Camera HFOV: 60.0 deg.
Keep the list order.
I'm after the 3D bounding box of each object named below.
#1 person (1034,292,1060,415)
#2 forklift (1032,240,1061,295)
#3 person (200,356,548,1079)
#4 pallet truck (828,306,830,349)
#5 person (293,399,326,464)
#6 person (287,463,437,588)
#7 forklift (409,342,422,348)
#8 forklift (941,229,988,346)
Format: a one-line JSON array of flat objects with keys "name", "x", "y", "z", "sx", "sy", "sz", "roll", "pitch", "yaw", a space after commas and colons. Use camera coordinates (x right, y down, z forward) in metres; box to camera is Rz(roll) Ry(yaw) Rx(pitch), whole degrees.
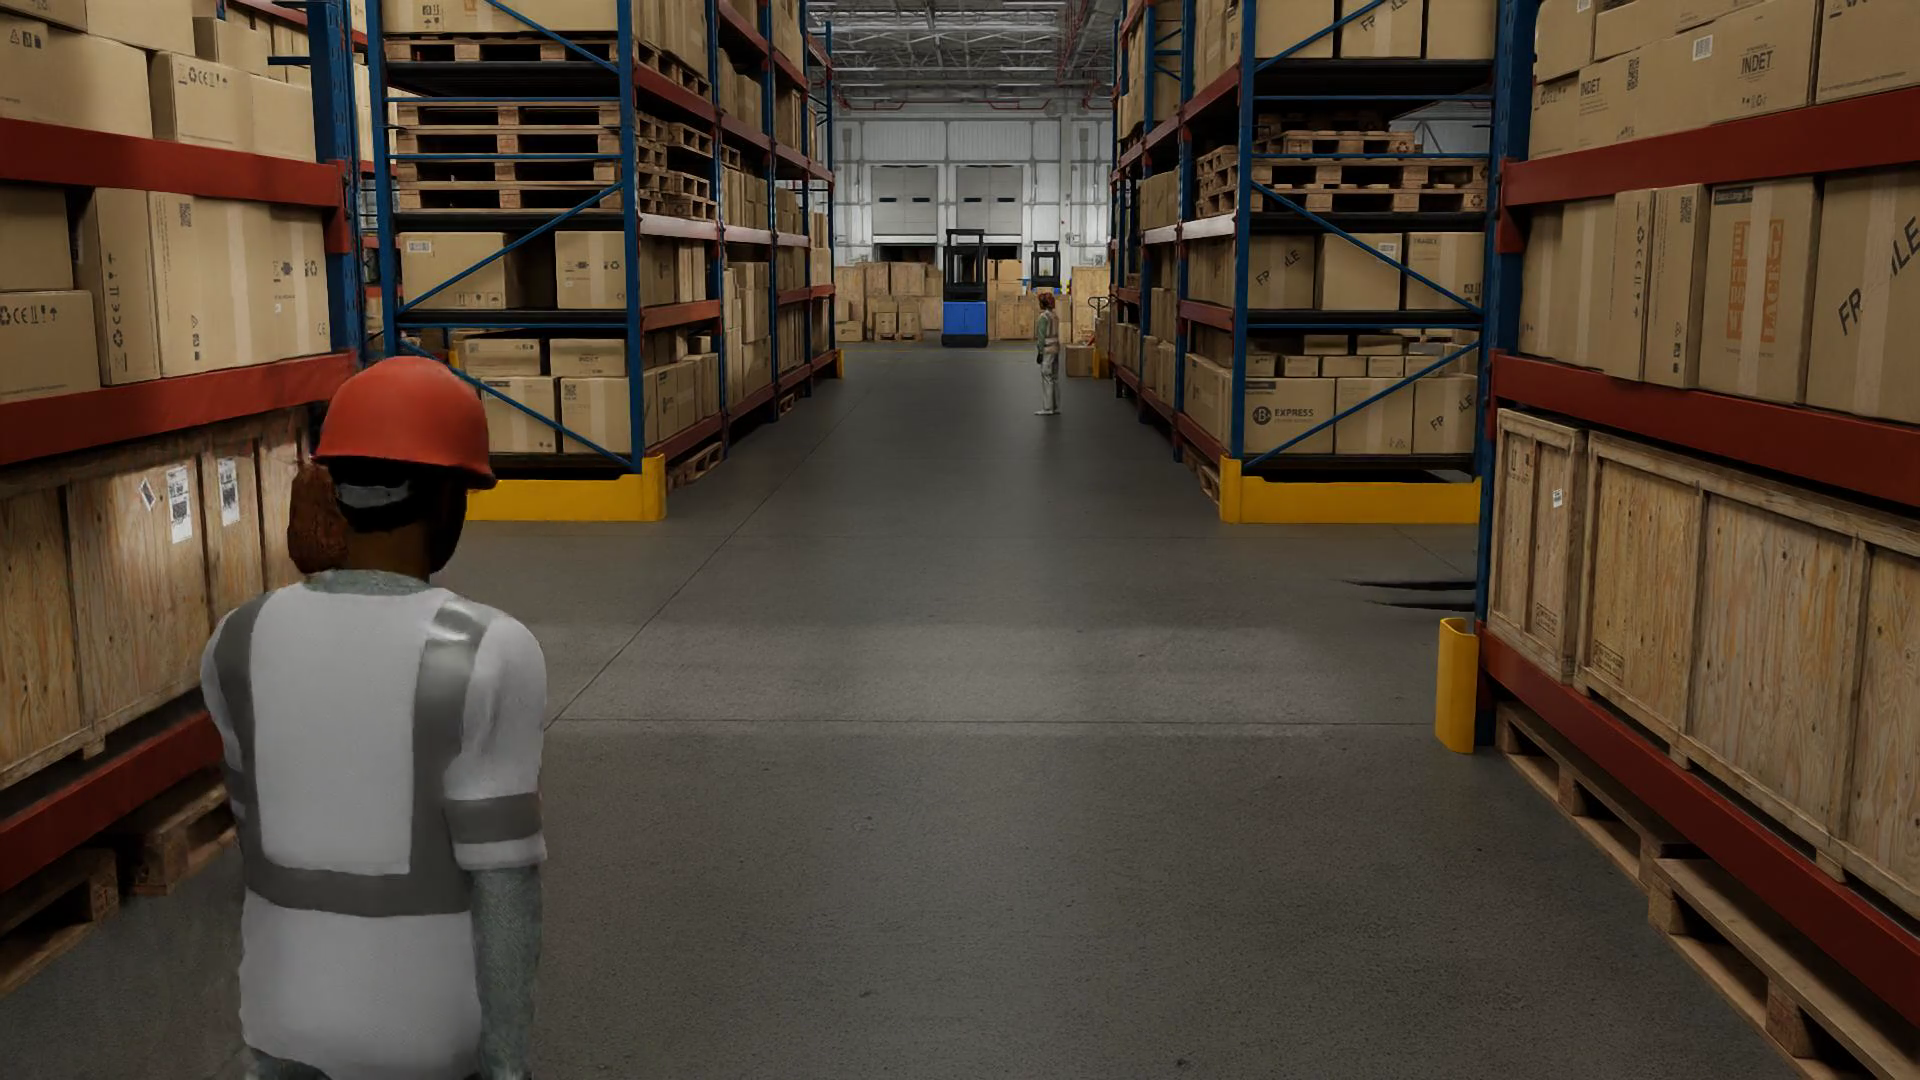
[{"name": "person", "x": 1.174, "y": -2.472, "z": 22.112, "sx": 0.319, "sy": 1.628, "sz": 0.508, "roll": 4, "pitch": 10, "yaw": 24}, {"name": "forklift", "x": 3.172, "y": -9.648, "z": 61.356, "sx": 1.129, "sy": 2.768, "sz": 1.873, "roll": 0, "pitch": 9, "yaw": 1}, {"name": "person", "x": -0.842, "y": 0.671, "z": 2.524, "sx": 0.578, "sy": 1.871, "sz": 0.989, "roll": 2, "pitch": 10, "yaw": 10}, {"name": "pallet truck", "x": -3.100, "y": -3.940, "z": 29.800, "sx": 1.885, "sy": 1.965, "sz": 0.823, "roll": 3, "pitch": 10, "yaw": 19}, {"name": "person", "x": -5.371, "y": -1.129, "z": 13.390, "sx": 0.598, "sy": 1.859, "sz": 1.034, "roll": -2, "pitch": 10, "yaw": -11}, {"name": "person", "x": -1.250, "y": 0.626, "z": 3.559, "sx": 0.295, "sy": 1.623, "sz": 0.576, "roll": 2, "pitch": 10, "yaw": 9}, {"name": "forklift", "x": -13.105, "y": -5.957, "z": 39.247, "sx": 1.129, "sy": 2.768, "sz": 1.873, "roll": 0, "pitch": 9, "yaw": 1}, {"name": "forklift", "x": 0.124, "y": -6.117, "z": 40.203, "sx": 1.129, "sy": 2.768, "sz": 1.873, "roll": 0, "pitch": 9, "yaw": 1}]
